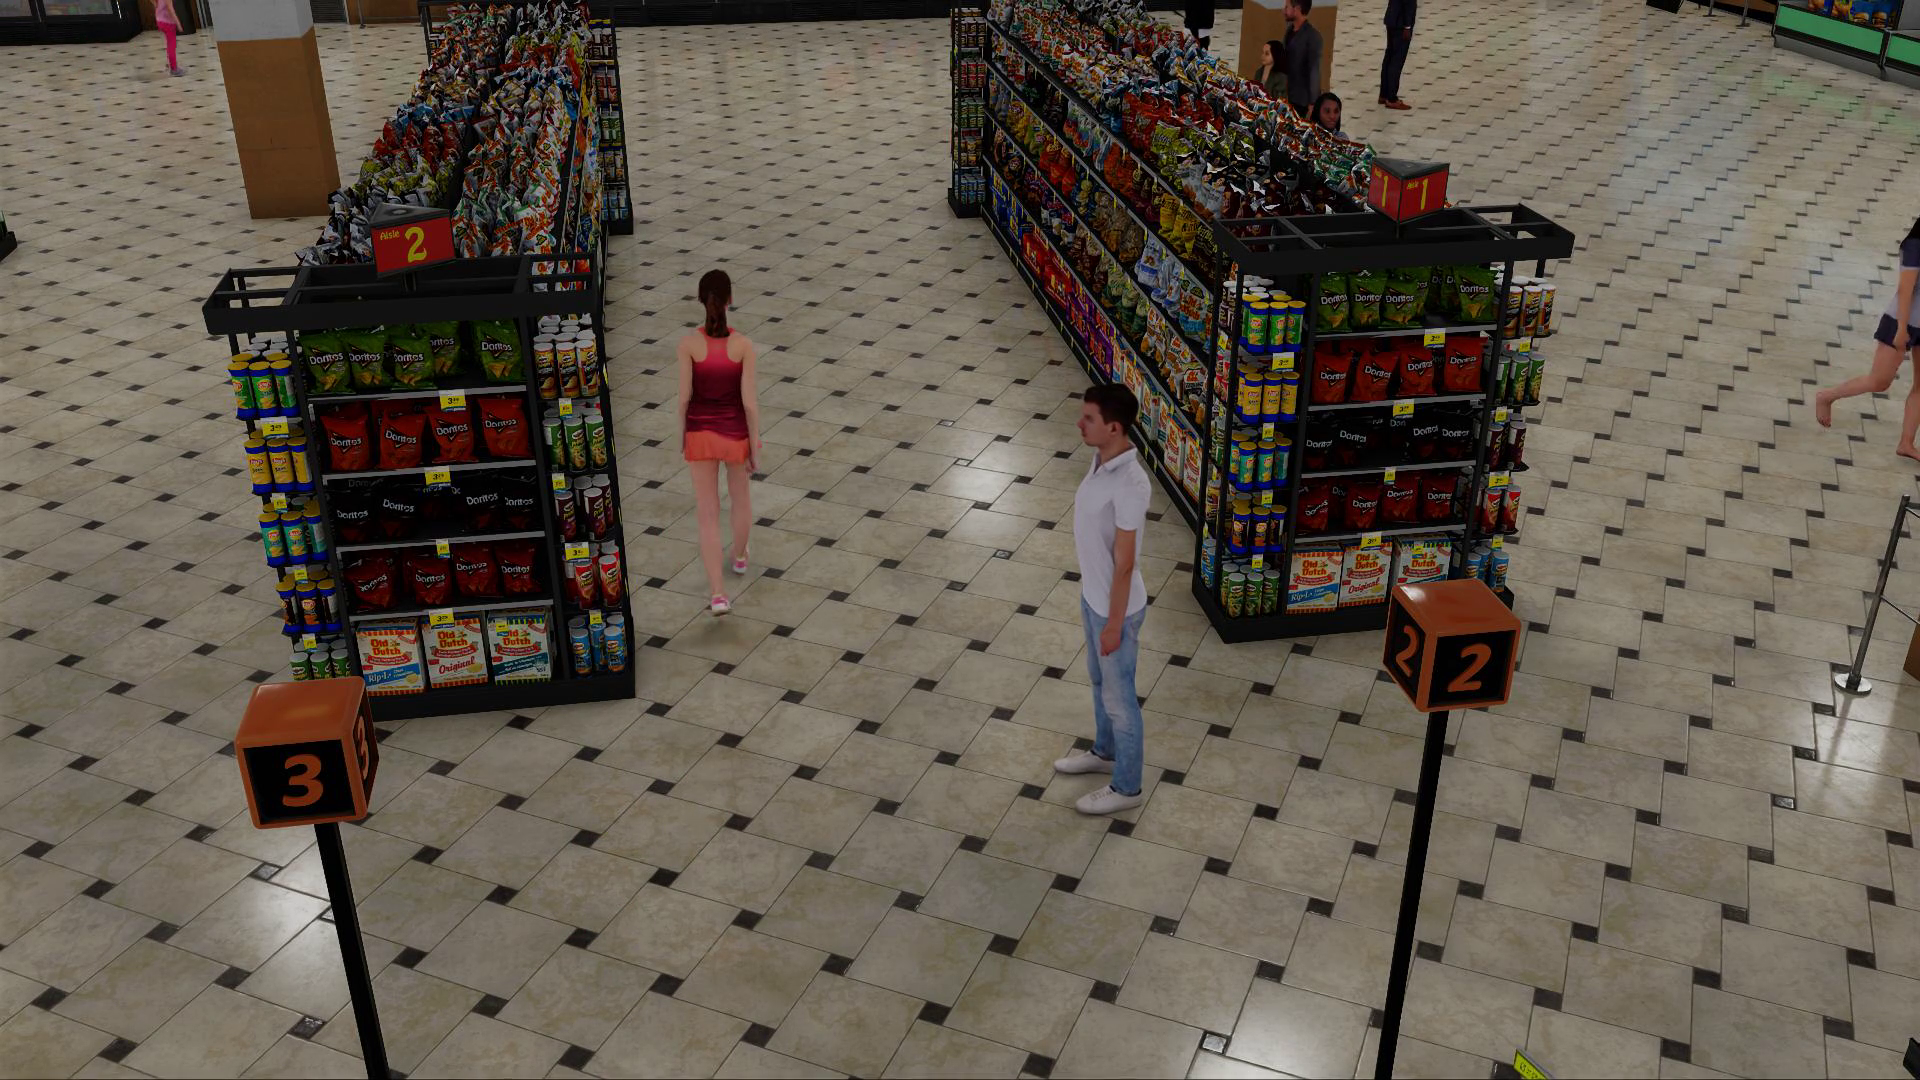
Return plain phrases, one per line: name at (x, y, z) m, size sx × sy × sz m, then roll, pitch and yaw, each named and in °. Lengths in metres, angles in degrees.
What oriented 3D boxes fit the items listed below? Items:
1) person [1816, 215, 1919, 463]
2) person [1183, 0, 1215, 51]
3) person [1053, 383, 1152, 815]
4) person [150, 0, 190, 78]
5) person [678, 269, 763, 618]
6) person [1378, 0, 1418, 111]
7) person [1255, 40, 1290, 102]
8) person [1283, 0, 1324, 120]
person at (5.652, -1.322, 9.985) m, size 0.790 × 1.688 × 1.058 m, roll -14°, pitch 30°, yaw -25°
person at (2.596, -5.558, 18.195) m, size 0.825 × 1.818 × 0.717 m, roll 11°, pitch 29°, yaw 20°
person at (0.624, 0.238, 6.729) m, size 0.695 × 1.851 × 0.478 m, roll -4°, pitch 27°, yaw -8°
person at (-9.720, -6.294, 20.253) m, size 0.601 × 1.269 × 0.665 m, roll 19°, pitch 32°, yaw 33°
person at (-1.199, -0.442, 8.216) m, size 0.572 × 1.719 × 1.112 m, roll -4°, pitch 27°, yaw -8°
person at (4.941, -5.800, 18.665) m, size 0.788 × 1.824 × 0.568 m, roll -1°, pitch 27°, yaw -2°
person at (2.766, -3.761, 15.029) m, size 0.705 × 1.475 × 0.561 m, roll -15°, pitch 30°, yaw -27°
person at (3.123, -4.007, 15.112) m, size 0.872 × 1.840 × 1.109 m, roll -10°, pitch 29°, yaw -19°
